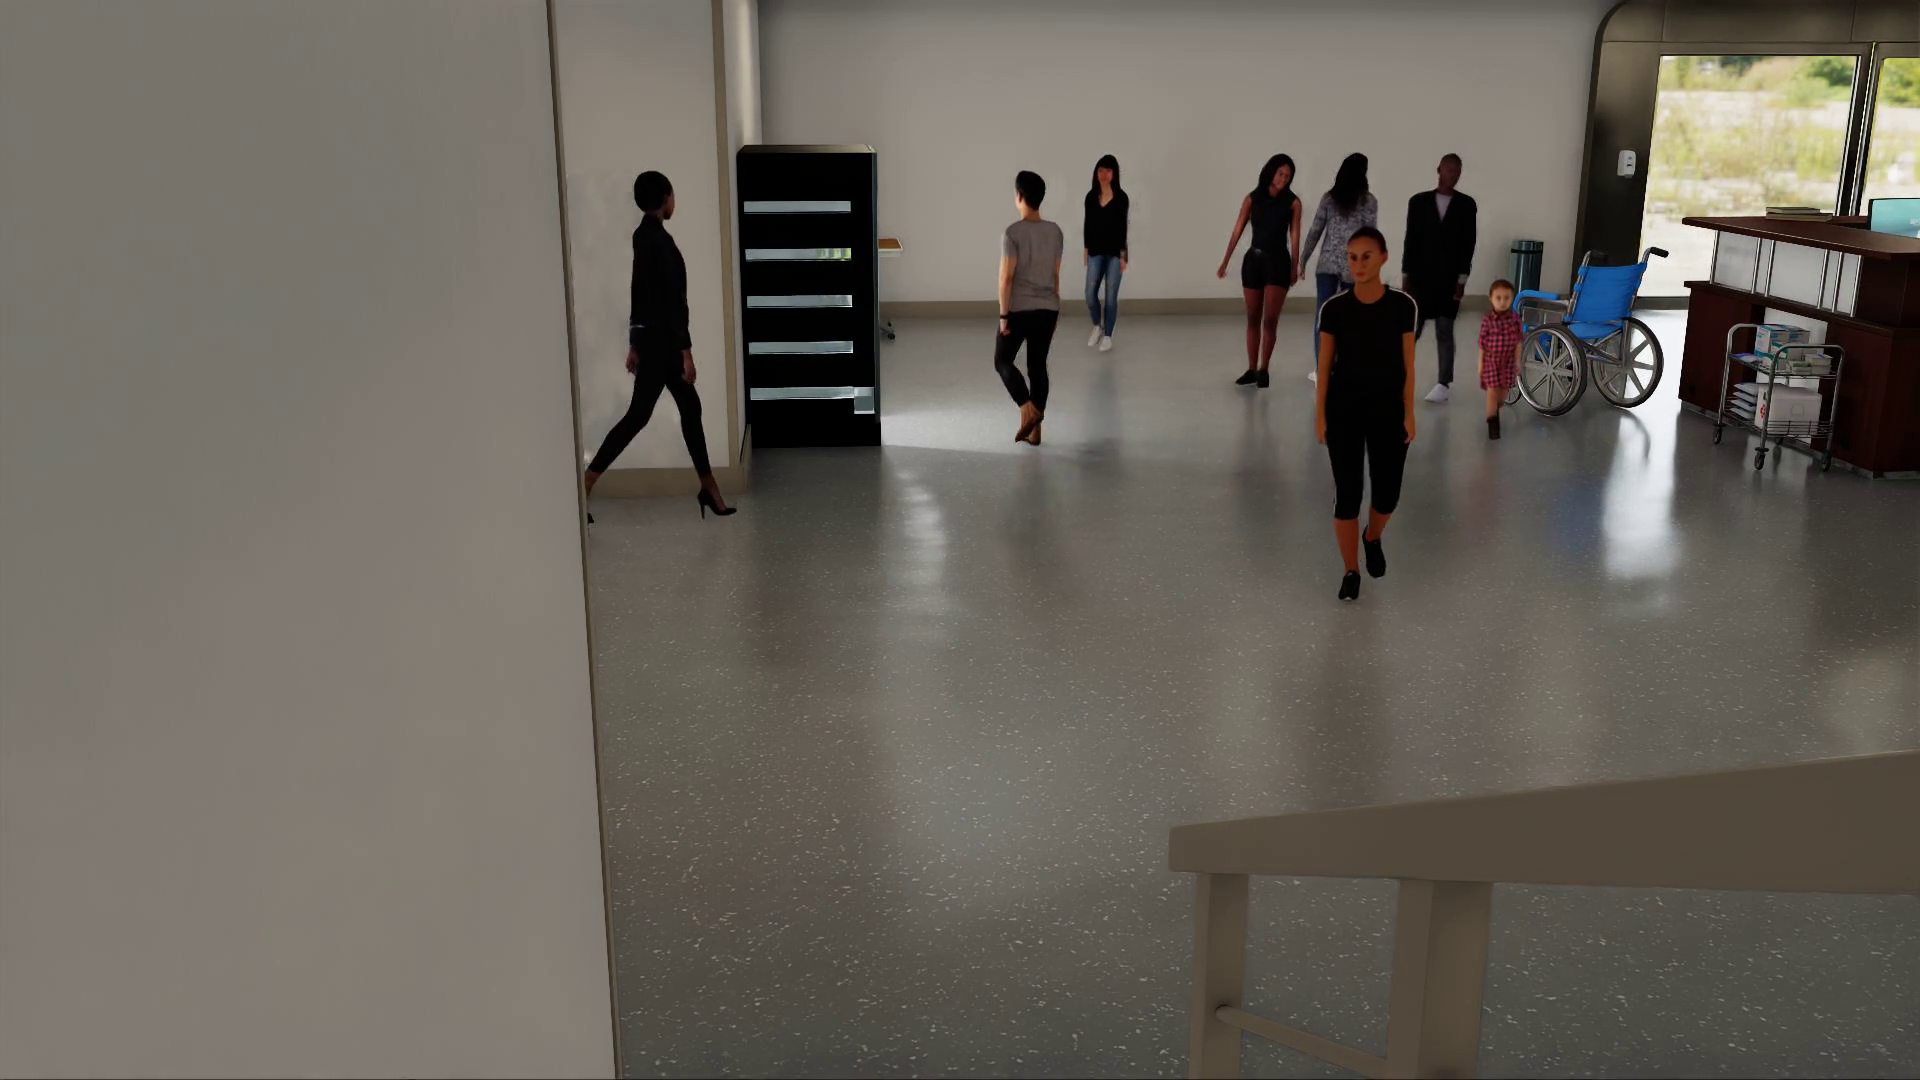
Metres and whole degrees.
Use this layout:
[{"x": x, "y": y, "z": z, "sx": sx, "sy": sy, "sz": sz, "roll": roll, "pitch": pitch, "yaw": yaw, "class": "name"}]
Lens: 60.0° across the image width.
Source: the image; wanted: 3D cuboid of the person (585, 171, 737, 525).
[{"x": -1.623, "y": -0.906, "z": 8.413, "sx": 0.899, "sy": 1.786, "sz": 1.161, "roll": -5, "pitch": 17, "yaw": -19, "class": "person"}]

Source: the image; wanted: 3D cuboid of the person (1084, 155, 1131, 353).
[{"x": 1.262, "y": -2.421, "z": 14.072, "sx": 0.663, "sy": 1.633, "sz": 0.697, "roll": 6, "pitch": 17, "yaw": 19, "class": "person"}]

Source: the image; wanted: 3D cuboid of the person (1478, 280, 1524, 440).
[{"x": 3.514, "y": -1.181, "z": 10.820, "sx": 0.494, "sy": 1.009, "sz": 0.723, "roll": 2, "pitch": 16, "yaw": 5, "class": "person"}]

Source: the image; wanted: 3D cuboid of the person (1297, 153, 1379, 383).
[{"x": 2.866, "y": -2.011, "z": 12.525, "sx": 0.961, "sy": 1.683, "sz": 1.185, "roll": 2, "pitch": 16, "yaw": 8, "class": "person"}]

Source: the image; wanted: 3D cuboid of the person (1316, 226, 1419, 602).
[{"x": 1.821, "y": -0.571, "z": 7.465, "sx": 0.728, "sy": 1.657, "sz": 0.797, "roll": 4, "pitch": 16, "yaw": 14, "class": "person"}]

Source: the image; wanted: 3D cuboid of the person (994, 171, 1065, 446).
[{"x": 0.474, "y": -1.420, "z": 10.375, "sx": 0.731, "sy": 1.711, "sz": 0.810, "roll": -7, "pitch": 17, "yaw": -24, "class": "person"}]

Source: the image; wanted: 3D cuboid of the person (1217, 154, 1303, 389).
[{"x": 2.315, "y": -1.990, "z": 12.386, "sx": 0.856, "sy": 1.717, "sz": 0.895, "roll": 11, "pitch": 19, "yaw": 34, "class": "person"}]

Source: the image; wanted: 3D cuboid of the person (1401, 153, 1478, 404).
[{"x": 3.432, "y": -1.857, "z": 11.859, "sx": 0.796, "sy": 1.748, "sz": 0.789, "roll": 8, "pitch": 17, "yaw": 25, "class": "person"}]
